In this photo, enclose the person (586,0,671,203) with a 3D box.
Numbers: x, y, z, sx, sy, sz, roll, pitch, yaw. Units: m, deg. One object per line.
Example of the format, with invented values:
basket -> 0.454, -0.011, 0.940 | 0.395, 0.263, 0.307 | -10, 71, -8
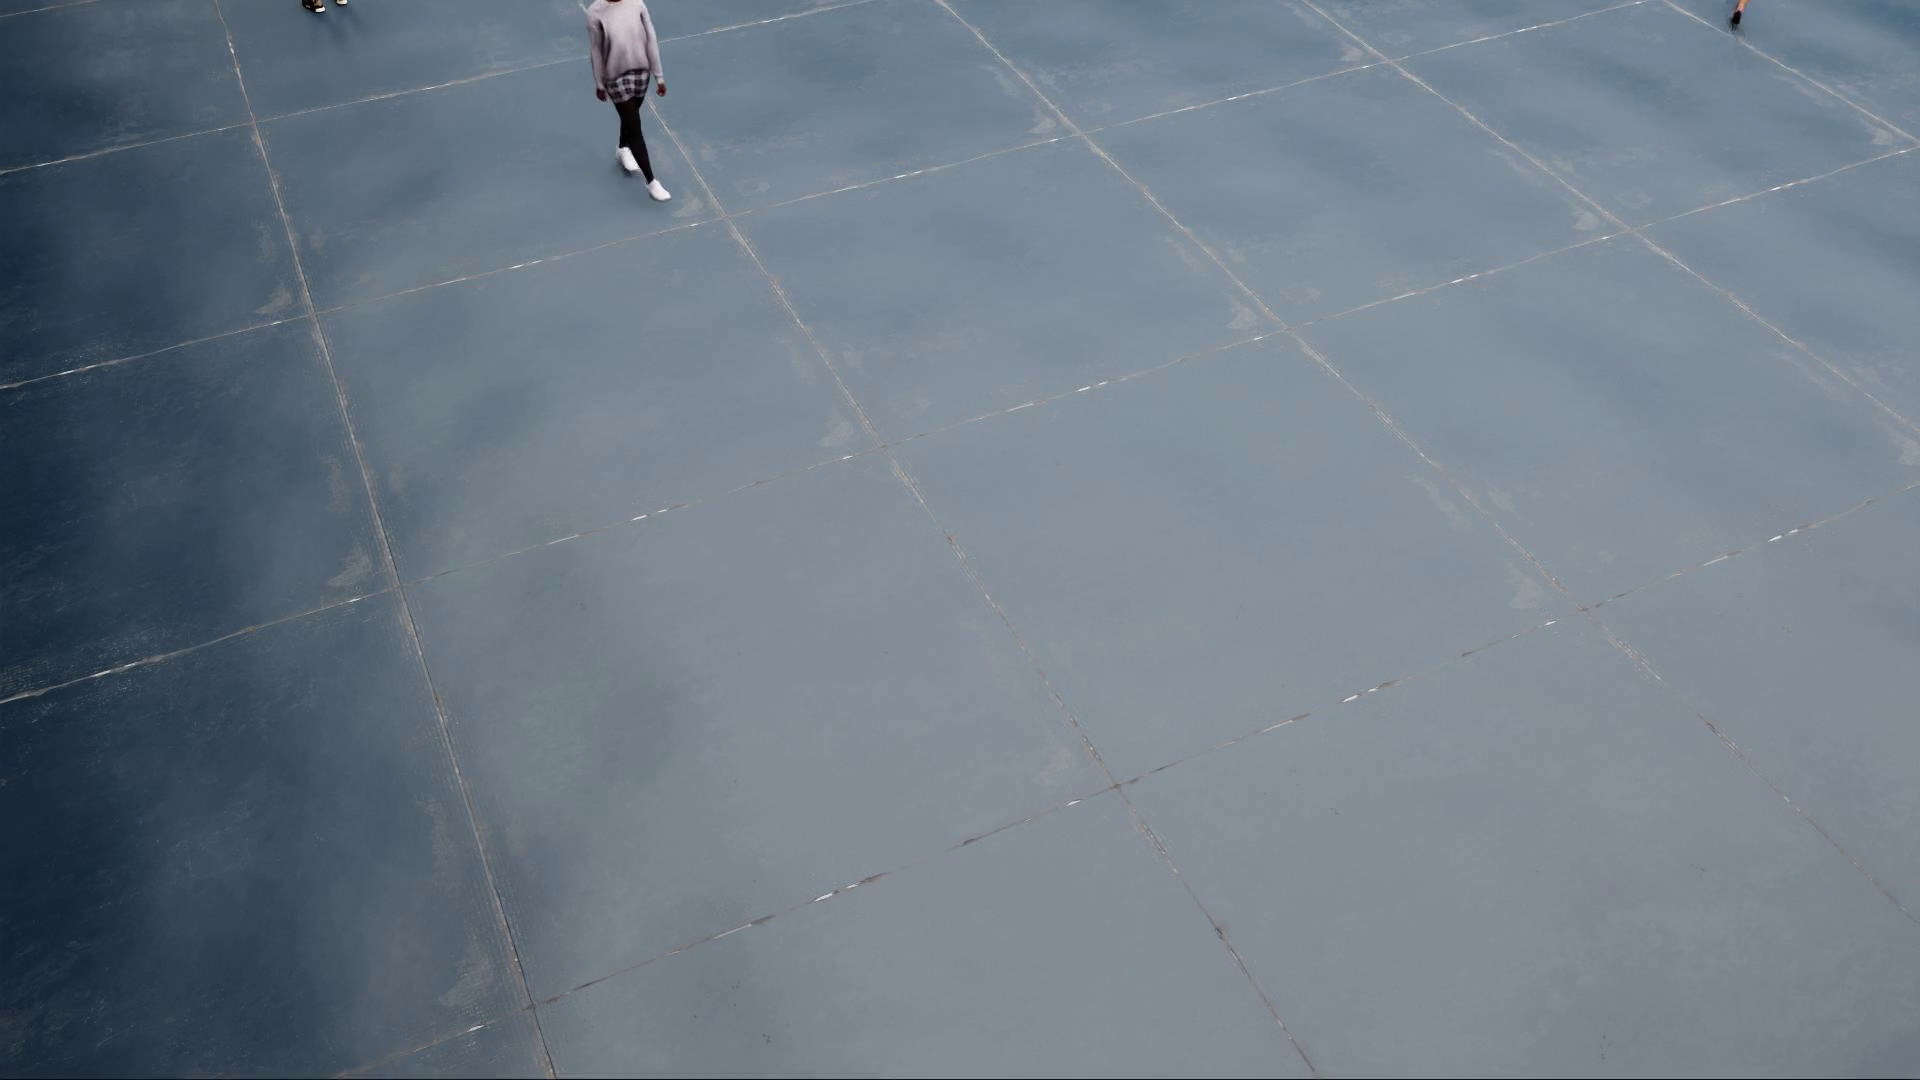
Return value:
person -> -2.488, -3.433, 12.252 | 0.764, 1.726, 1.176 | -25, 48, -25
